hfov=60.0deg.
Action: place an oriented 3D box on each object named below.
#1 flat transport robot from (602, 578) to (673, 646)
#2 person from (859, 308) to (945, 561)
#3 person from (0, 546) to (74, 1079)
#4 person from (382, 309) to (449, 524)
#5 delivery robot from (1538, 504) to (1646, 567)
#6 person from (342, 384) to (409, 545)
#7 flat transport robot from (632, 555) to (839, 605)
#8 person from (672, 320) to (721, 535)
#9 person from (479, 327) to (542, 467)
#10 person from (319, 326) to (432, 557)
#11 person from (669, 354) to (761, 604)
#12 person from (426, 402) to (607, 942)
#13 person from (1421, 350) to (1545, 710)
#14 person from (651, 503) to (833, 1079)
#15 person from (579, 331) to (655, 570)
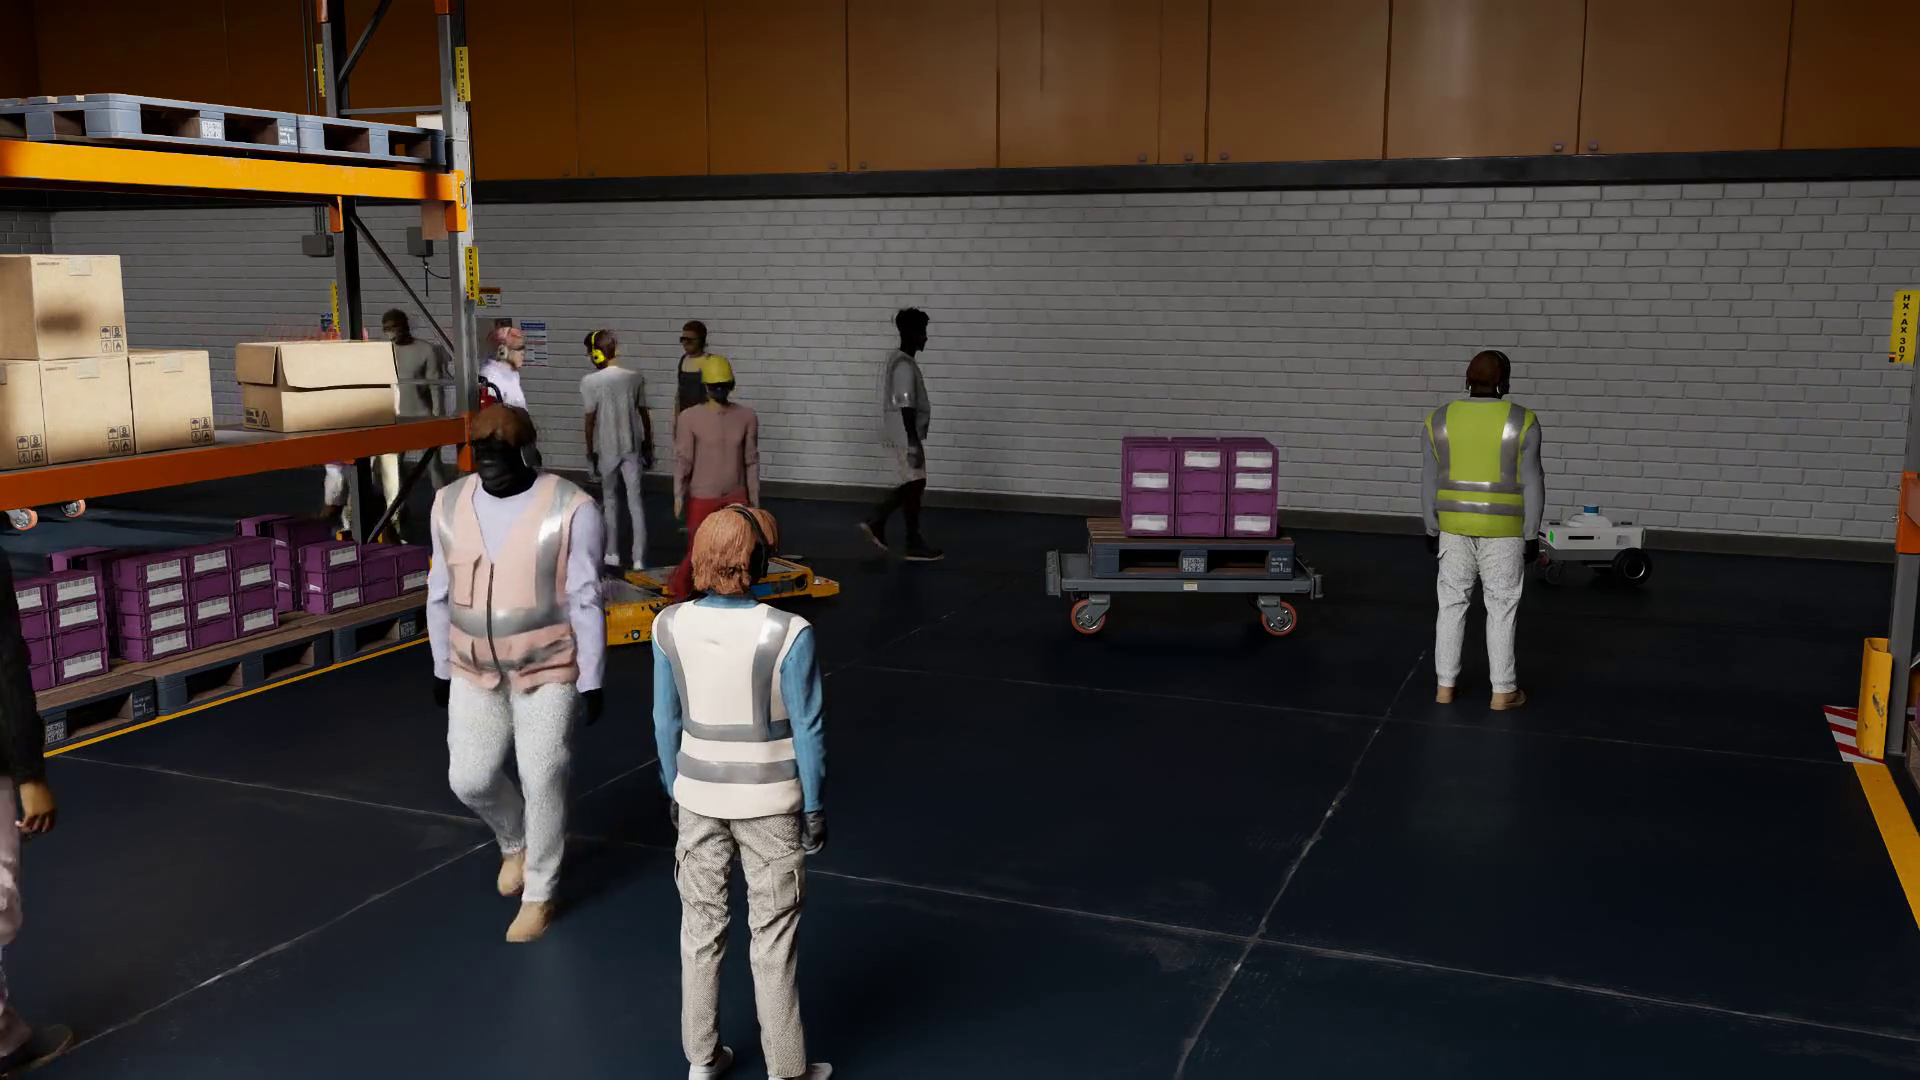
[{"bbox_3d":[-2.311,0.423,10.428,0.652,0.197,1.431,-6,11,-33],"label":"flat transport robot"},{"bbox_3d":[-0.426,-0.800,12.741,0.563,1.952,0.637,-1,9,-6],"label":"person"},{"bbox_3d":[-2.700,0.595,4.287,0.619,1.967,0.814,4,10,21],"label":"person"},{"bbox_3d":[-4.795,-1.050,14.466,0.636,1.900,0.601,1,9,4],"label":"person"},{"bbox_3d":[4.516,-0.014,11.934,0.707,0.478,0.477,0,9,0],"label":"delivery robot"},{"bbox_3d":[-4.811,-0.755,13.564,0.686,1.593,0.505,9,13,43],"label":"person"},{"bbox_3d":[-1.596,0.294,11.210,1.431,0.197,0.652,-6,11,-33],"label":"flat transport robot"},{"bbox_3d":[-2.170,-0.965,14.175,0.549,1.819,0.656,7,12,36],"label":"person"},{"bbox_3d":[-3.335,-0.620,12.028,1.042,1.845,0.646,-3,10,-18],"label":"person"},{"bbox_3d":[-4.187,-0.588,11.680,0.994,1.882,0.550,-2,10,-14],"label":"person"},{"bbox_3d":[-1.539,-0.291,10.352,0.546,1.744,0.680,-6,11,-32],"label":"person"},{"bbox_3d":[-1.498,0.438,5.649,0.657,1.824,0.462,1,9,8],"label":"person"},{"bbox_3d":[2.685,-0.051,8.554,0.621,1.845,0.429,6,11,33],"label":"person"},{"bbox_3d":[-0.589,0.719,4.496,0.511,1.641,0.307,4,10,21],"label":"person"},{"bbox_3d":[-2.501,-0.637,12.256,0.582,1.799,1.014,-4,10,-24],"label":"person"}]
